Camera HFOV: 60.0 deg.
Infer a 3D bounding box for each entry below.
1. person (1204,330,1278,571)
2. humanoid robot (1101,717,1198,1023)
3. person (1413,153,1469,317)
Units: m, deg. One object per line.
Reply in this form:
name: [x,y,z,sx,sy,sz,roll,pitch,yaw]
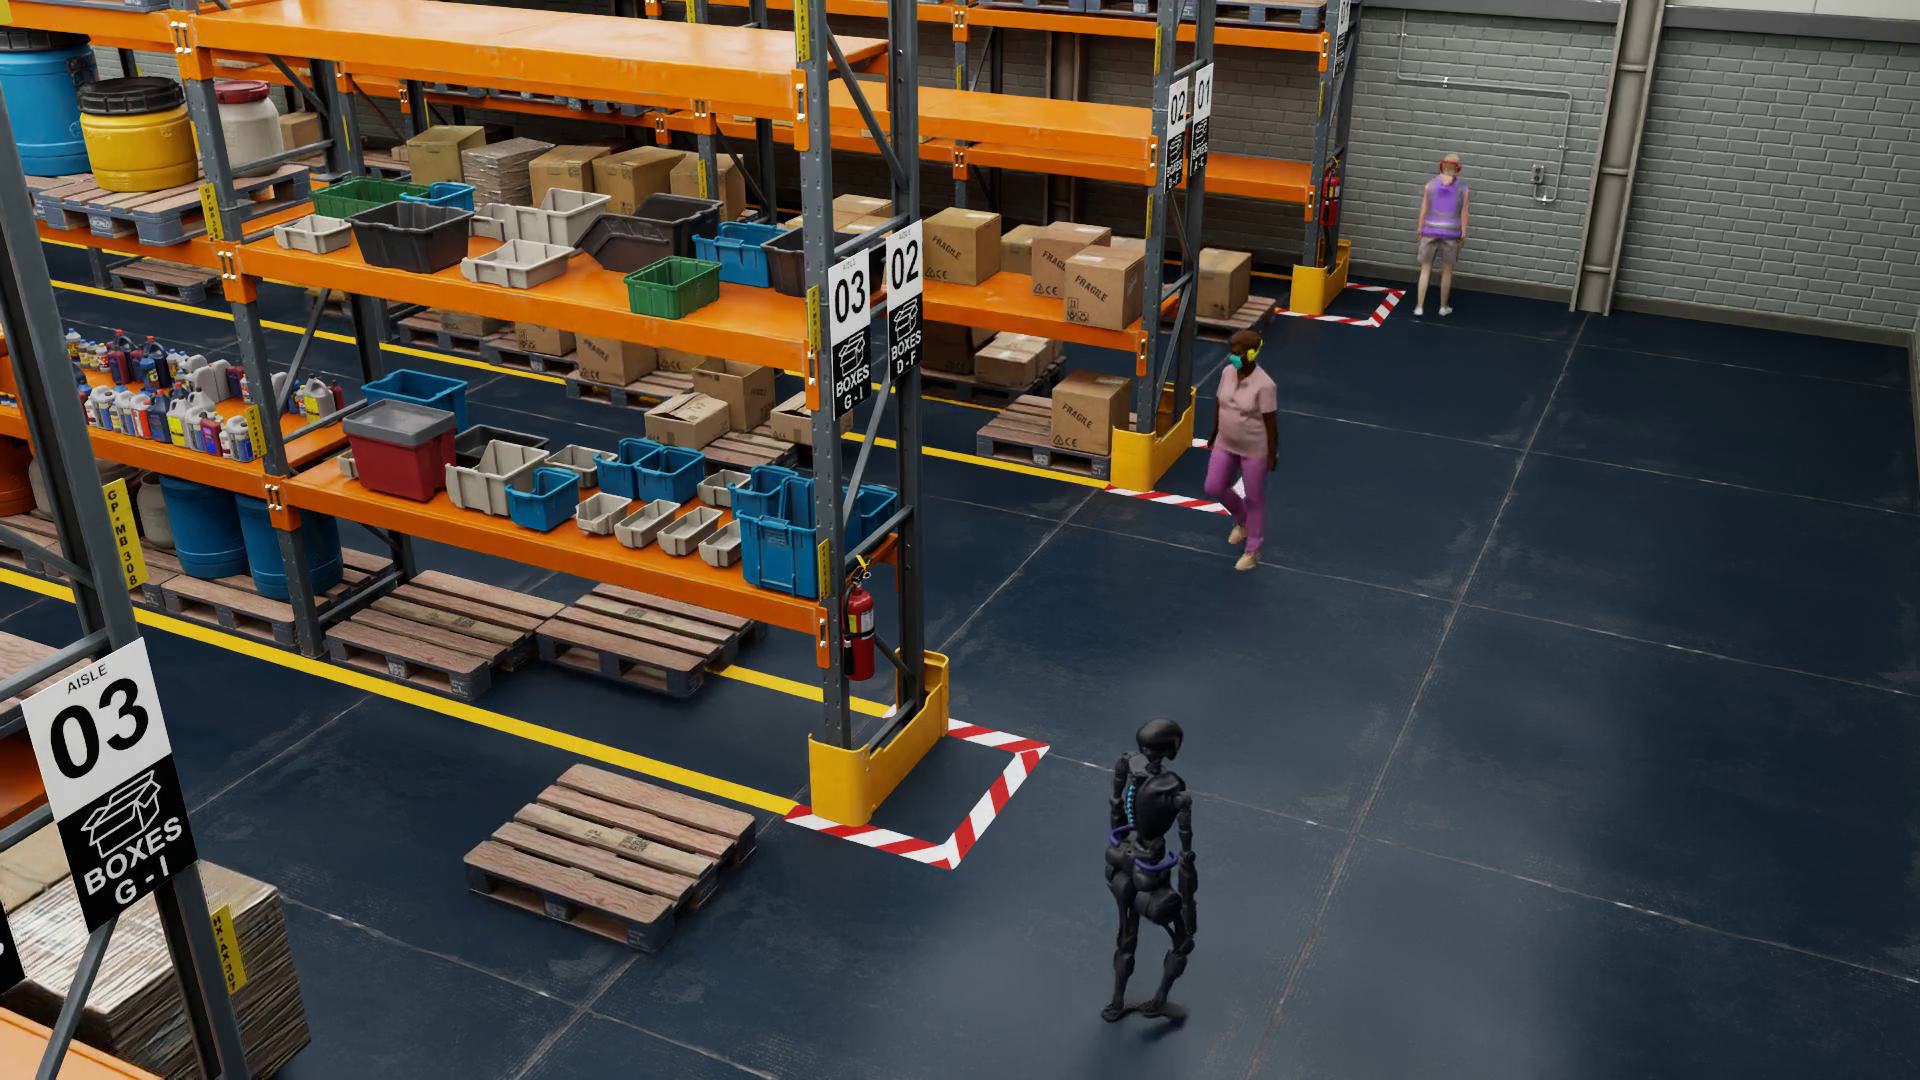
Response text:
person: [2.032,-0.654,11.909,0.436,1.780,0.629,-23,34,-38]
humanoid robot: [0.856,1.520,7.642,0.363,1.649,0.600,-16,30,-29]
person: [4.917,-3.097,16.998,0.488,1.709,0.381,10,28,19]
